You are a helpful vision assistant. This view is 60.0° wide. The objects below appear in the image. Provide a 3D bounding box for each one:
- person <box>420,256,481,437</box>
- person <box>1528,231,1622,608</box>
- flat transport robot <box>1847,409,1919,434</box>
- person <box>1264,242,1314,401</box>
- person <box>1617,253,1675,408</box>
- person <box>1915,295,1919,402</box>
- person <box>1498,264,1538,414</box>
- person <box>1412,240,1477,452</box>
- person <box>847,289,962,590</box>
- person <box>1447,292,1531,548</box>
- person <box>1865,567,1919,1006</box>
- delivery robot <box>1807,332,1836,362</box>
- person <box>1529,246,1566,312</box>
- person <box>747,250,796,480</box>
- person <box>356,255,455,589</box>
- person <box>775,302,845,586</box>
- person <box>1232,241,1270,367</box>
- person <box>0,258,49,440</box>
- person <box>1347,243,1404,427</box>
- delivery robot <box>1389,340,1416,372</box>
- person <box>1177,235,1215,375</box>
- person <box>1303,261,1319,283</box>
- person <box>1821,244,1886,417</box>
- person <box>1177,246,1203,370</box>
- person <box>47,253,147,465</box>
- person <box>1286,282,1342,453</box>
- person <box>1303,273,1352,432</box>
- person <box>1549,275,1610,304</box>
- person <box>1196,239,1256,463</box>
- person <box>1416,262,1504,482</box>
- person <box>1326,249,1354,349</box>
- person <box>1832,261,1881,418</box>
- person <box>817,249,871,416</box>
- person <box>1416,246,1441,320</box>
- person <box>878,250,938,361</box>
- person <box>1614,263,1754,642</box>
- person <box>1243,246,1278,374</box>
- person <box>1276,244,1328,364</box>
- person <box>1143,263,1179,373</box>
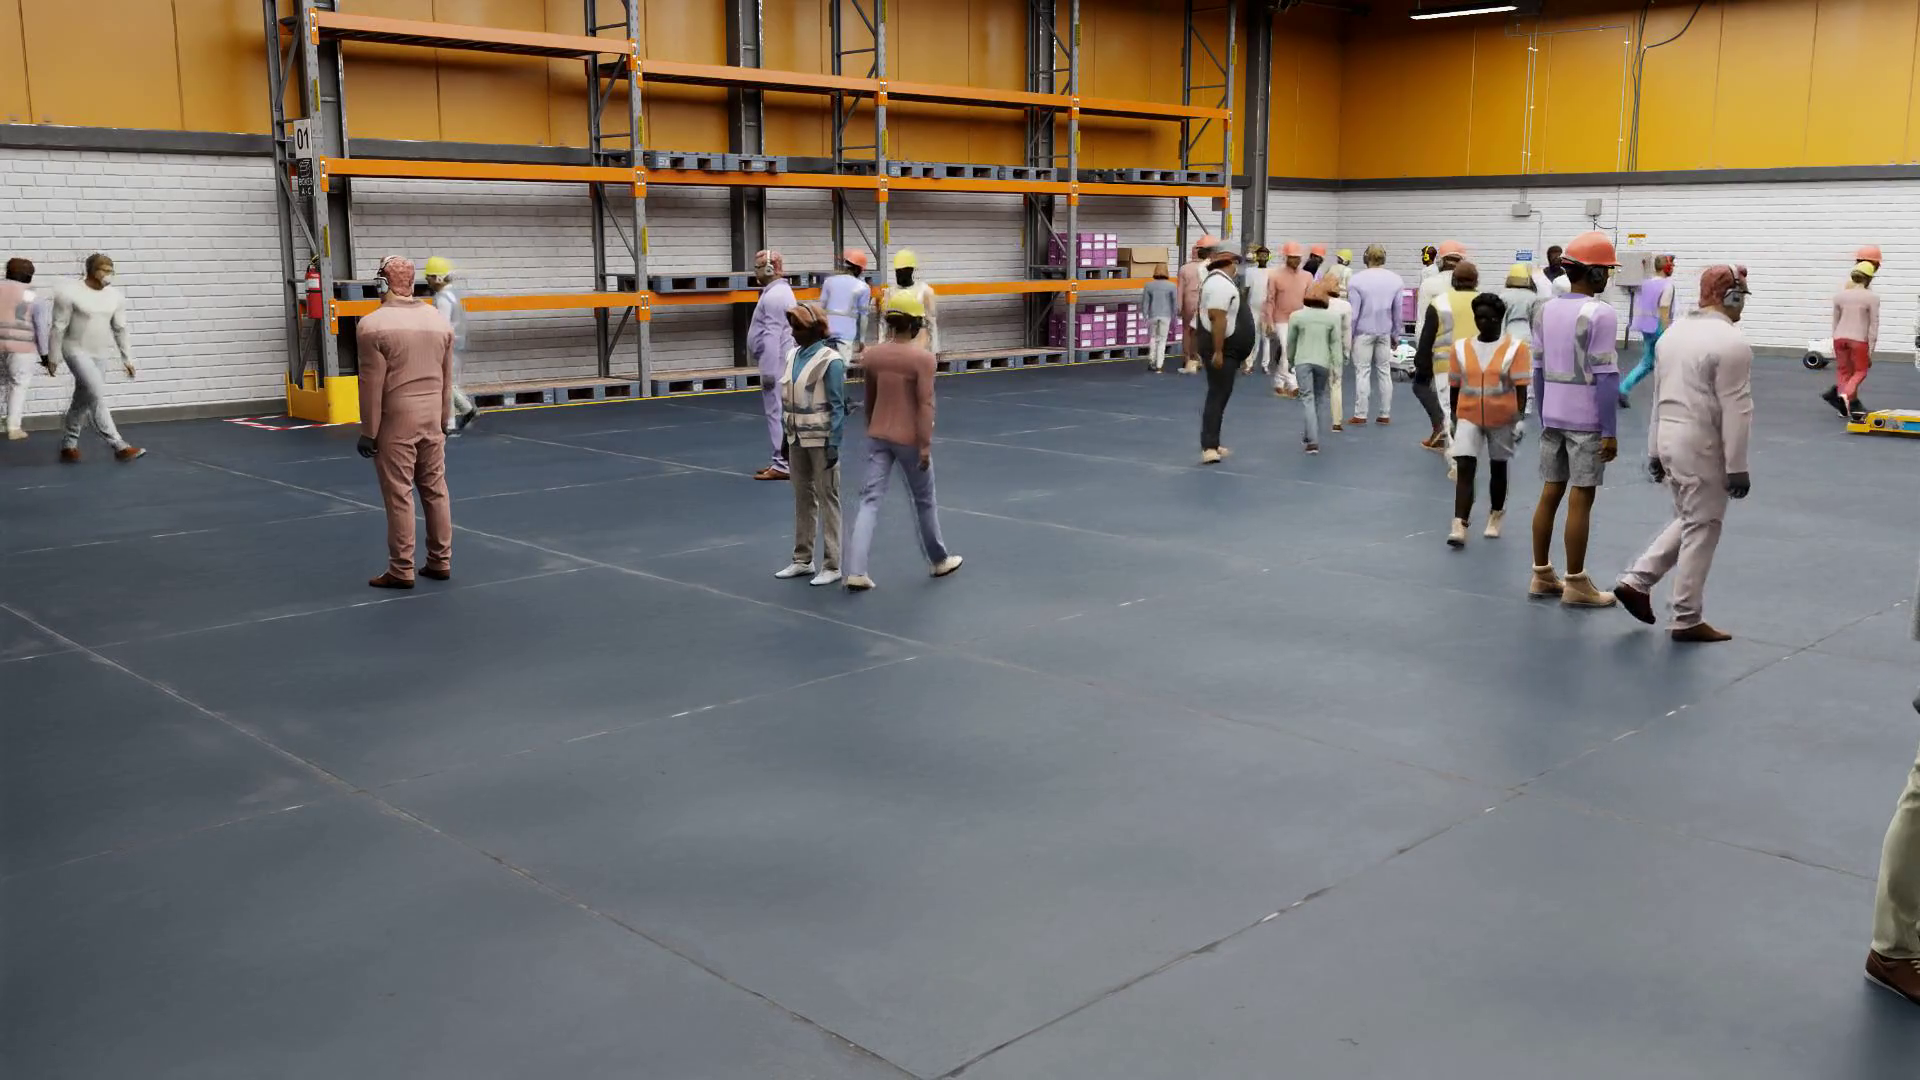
[{"bbox_3d":[-5.147,-1.927,16.659,0.441,1.812,0.611,-2,11,-9],"label":"person"},{"bbox_3d":[3.378,-0.652,9.094,0.371,2.044,0.607,-4,11,-19],"label":"person"},{"bbox_3d":[9.794,-1.162,16.709,0.652,0.197,1.431,-10,14,-44],"label":"flat transport robot"},{"bbox_3d":[4.118,-2.707,20.594,0.614,1.935,1.061,-3,11,-18],"label":"person"},{"bbox_3d":[8.081,-2.413,19.308,0.808,1.821,0.582,-1,10,-5],"label":"person"},{"bbox_3d":[11.663,-2.415,19.855,0.556,1.619,0.433,-2,11,-12],"label":"person"},{"bbox_3d":[6.367,-2.301,19.046,0.501,1.688,0.915,-1,10,-3],"label":"person"},{"bbox_3d":[4.521,-1.795,15.507,0.627,1.974,0.487,-3,11,-18],"label":"person"},{"bbox_3d":[-0.355,-0.580,9.604,0.540,1.715,0.934,6,12,30],"label":"person"},{"bbox_3d":[3.439,-0.785,10.874,0.543,1.645,0.875,5,12,27],"label":"person"},{"bbox_3d":[2.681,0.299,4.383,0.533,1.868,0.310,-8,13,-38],"label":"person"},{"bbox_3d":[13.213,-2.893,25.120,0.707,0.478,0.477,8,13,38],"label":"delivery robot"},{"bbox_3d":[7.396,-2.716,20.780,0.611,1.877,0.907,1,10,8],"label":"person"},{"bbox_3d":[-1.567,-1.452,13.846,0.403,1.905,0.678,0,10,0],"label":"person"},{"bbox_3d":[-3.209,-0.675,9.589,0.410,1.909,0.643,6,12,30],"label":"person"},{"bbox_3d":[-0.861,-0.557,9.679,0.310,1.640,0.514,-10,14,-43],"label":"person"},{"bbox_3d":[4.489,-3.638,25.700,0.657,1.922,0.416,5,11,24],"label":"person"},{"bbox_3d":[-9.418,-1.896,16.564,0.721,1.802,0.435,0,10,1],"label":"person"},{"bbox_3d":[4.370,-2.164,17.622,0.635,1.937,0.352,-2,11,-11],"label":"person"},{"bbox_3d":[6.197,-2.546,23.216,0.477,0.478,0.707,-1,11,-4],"label":"delivery robot"},{"bbox_3d":[3.494,-3.376,24.025,0.835,2.009,0.609,8,13,37],"label":"person"},{"bbox_3d":[4.912,-3.107,23.506,0.550,1.653,0.830,2,11,12],"label":"person"},{"bbox_3d":[10.053,-2.341,18.625,0.511,1.923,0.571,7,13,35],"label":"person"},{"bbox_3d":[3.584,-3.520,25.224,0.639,1.856,0.943,1,10,6],"label":"person"},{"bbox_3d":[-7.667,-1.595,14.740,1.058,1.855,0.637,4,11,19],"label":"person"},{"bbox_3d":[3.318,-1.632,15.680,0.493,1.573,0.863,0,10,0],"label":"person"},{"bbox_3d":[3.775,-1.927,17.161,0.506,1.632,0.268,2,11,10],"label":"person"},{"bbox_3d":[6.710,-2.265,18.148,0.634,1.940,0.789,2,11,11],"label":"person"},{"bbox_3d":[2.393,-1.727,14.962,0.535,2.000,0.857,1,10,6],"label":"person"},{"bbox_3d":[4.162,-1.422,13.952,0.639,1.792,0.936,0,10,0],"label":"person"},{"bbox_3d":[6.581,-4.202,29.158,0.731,1.789,0.620,-6,12,-31],"label":"person"},{"bbox_3d":[9.816,-2.194,18.331,0.556,1.744,0.522,-8,13,-37],"label":"person"},{"bbox_3d":[-1.274,-2.269,18.390,0.613,1.868,0.835,4,11,23],"label":"person"},{"bbox_3d":[7.023,-3.465,24.937,0.509,1.860,0.315,-10,14,-42],"label":"person"},{"bbox_3d":[-0.539,-1.980,16.806,0.615,1.870,1.011,7,13,34],"label":"person"},{"bbox_3d":[3.659,-0.421,8.264,0.459,1.893,0.660,-1,10,-4],"label":"person"},{"bbox_3d":[4.400,-3.351,24.284,0.576,1.866,0.342,2,11,8],"label":"person"},{"bbox_3d":[5.136,-3.496,25.013,0.635,1.892,0.713,-7,13,-35],"label":"person"},{"bbox_3d":[2.985,-3.292,24.671,0.509,1.614,0.584,4,11,21],"label":"person"}]
